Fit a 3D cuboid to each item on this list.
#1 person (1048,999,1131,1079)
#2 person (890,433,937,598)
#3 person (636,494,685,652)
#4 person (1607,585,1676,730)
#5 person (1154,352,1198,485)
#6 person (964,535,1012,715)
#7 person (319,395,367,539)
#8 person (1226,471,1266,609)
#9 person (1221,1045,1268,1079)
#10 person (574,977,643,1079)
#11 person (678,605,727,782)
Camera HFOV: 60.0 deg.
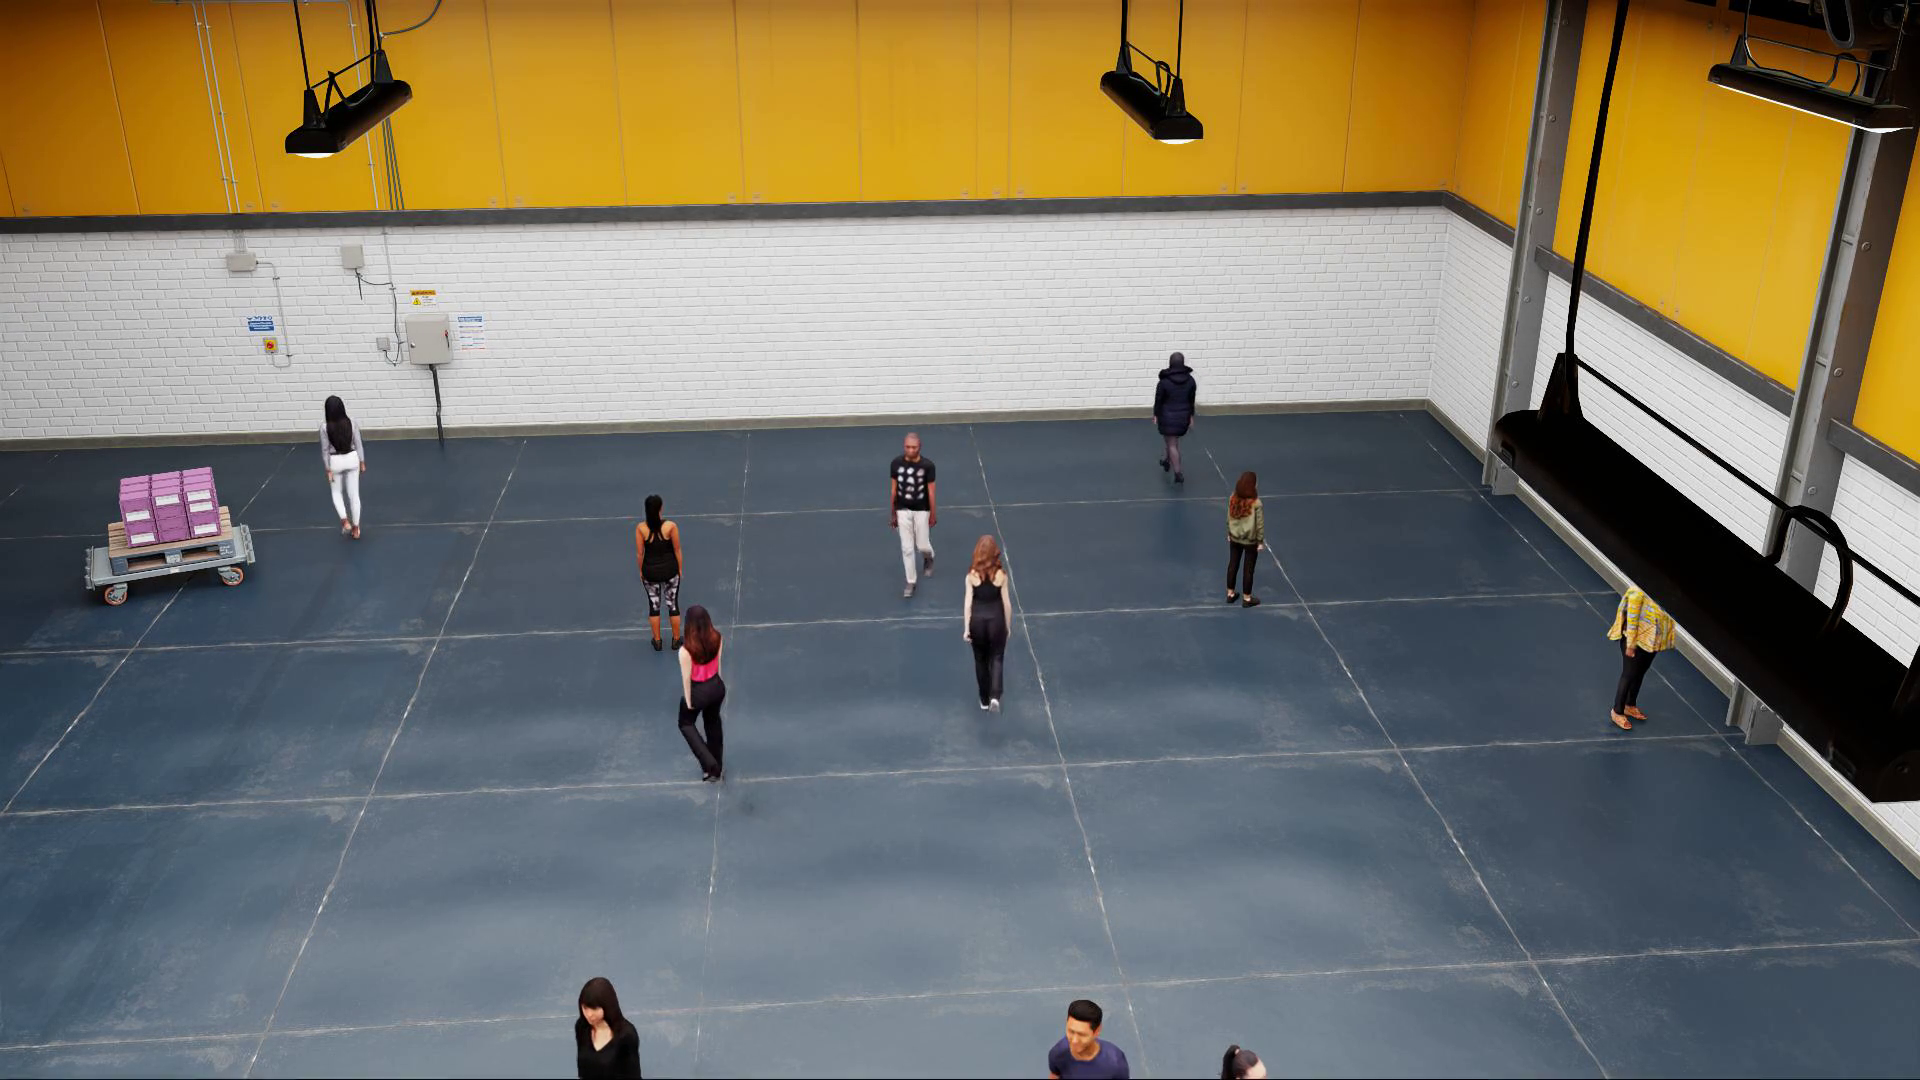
[{"bbox_3d":[0.762,3.291,9.396,0.955,1.754,1.218,8,25,18],"label":"person"},{"bbox_3d":[-0.479,-0.313,17.597,0.793,1.789,0.963,5,24,11],"label":"person"},{"bbox_3d":[-2.947,0.299,16.351,0.570,1.666,0.494,-2,24,-5],"label":"person"},{"bbox_3d":[6.137,0.900,14.989,0.878,1.656,0.931,-19,30,-36],"label":"person"},{"bbox_3d":[2.653,-1.472,20.433,0.789,1.641,1.128,-6,24,-13],"label":"person"},{"bbox_3d":[0.245,0.821,15.075,0.586,1.731,0.874,-1,24,-3],"label":"person"},{"bbox_3d":[-6.949,-0.799,18.804,0.721,1.713,0.794,-11,26,-24],"label":"person"},{"bbox_3d":[2.960,-0.016,17.308,0.648,1.476,0.707,18,30,36],"label":"person"},{"bbox_3d":[1.511,3.468,9.121,0.728,1.650,0.648,15,28,31],"label":"person"},{"bbox_3d":[-2.007,3.202,9.756,0.774,1.628,1.013,6,24,14],"label":"person"},{"bbox_3d":[-2.118,1.328,14.018,0.763,1.648,0.828,-20,31,-38],"label":"person"}]
